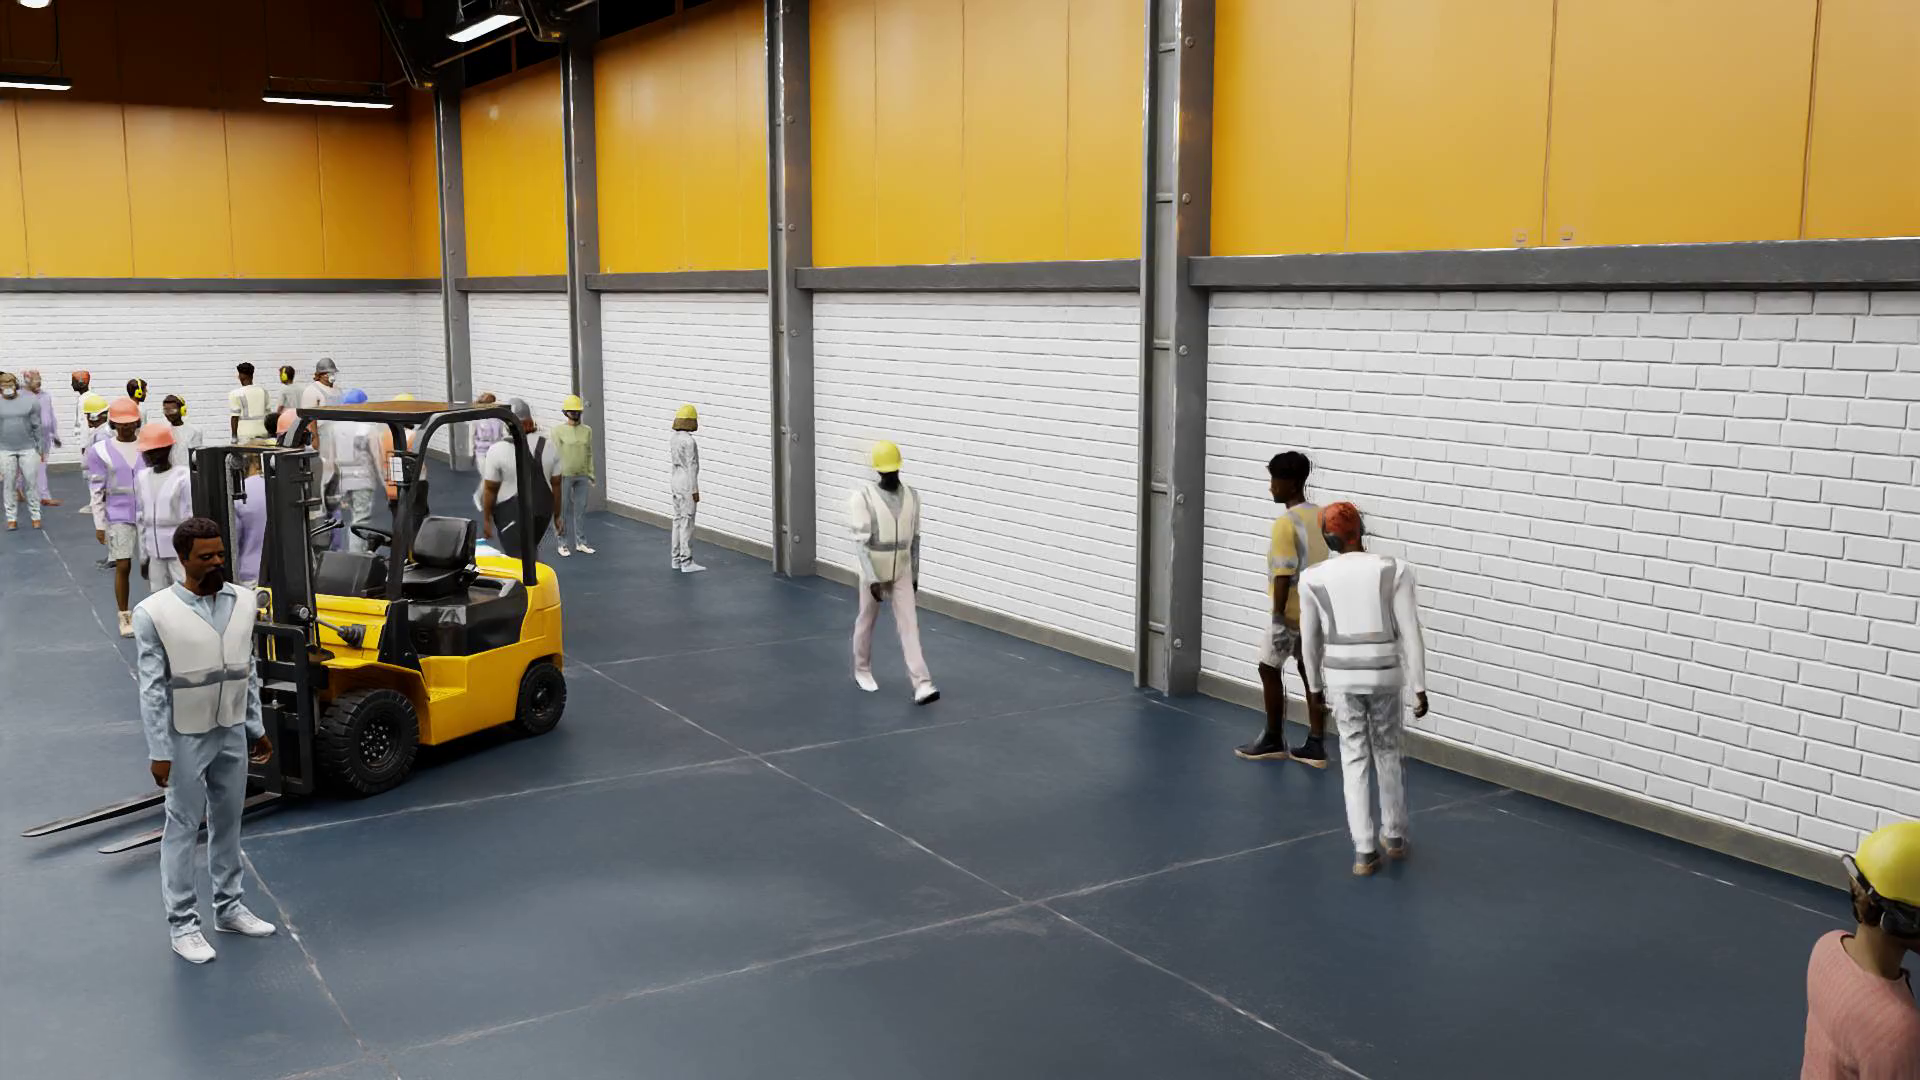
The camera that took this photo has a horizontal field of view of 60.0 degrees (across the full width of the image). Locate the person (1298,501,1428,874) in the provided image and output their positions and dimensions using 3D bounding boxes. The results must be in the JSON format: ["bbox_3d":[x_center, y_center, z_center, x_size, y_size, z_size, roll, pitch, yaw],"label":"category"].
[{"bbox_3d":[2.032,0.721,8.418,0.659,1.833,0.650,2,9,15],"label":"person"}]

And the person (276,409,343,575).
[{"bbox_3d":[-4.895,0.046,12.339,0.607,2.036,0.409,-7,11,-38],"label":"person"}]

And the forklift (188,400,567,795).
[{"bbox_3d":[-3.529,0.258,10.348,1.214,2.155,2.313,4,9,25],"label":"forklift"}]

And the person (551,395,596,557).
[{"bbox_3d":[-4.246,-0.709,18.303,0.316,1.769,0.523,8,12,43],"label":"person"}]

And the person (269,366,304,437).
[{"bbox_3d":[-9.861,-1.652,24.490,0.990,1.818,0.502,2,9,13],"label":"person"}]

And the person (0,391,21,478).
[{"bbox_3d":[-14.247,-1.621,24.930,0.327,1.622,0.513,0,8,0],"label":"person"}]

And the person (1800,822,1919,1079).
[{"bbox_3d":[2.009,1.468,3.684,0.342,1.755,0.532,2,9,11],"label":"person"}]

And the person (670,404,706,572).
[{"bbox_3d":[-2.836,-0.543,17.302,0.321,1.737,0.487,-5,10,-32],"label":"person"}]

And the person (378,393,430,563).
[{"bbox_3d":[-5.325,-0.450,16.025,0.590,1.927,0.377,5,10,32],"label":"person"}]

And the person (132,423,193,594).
[{"bbox_3d":[-5.913,0.099,12.386,0.568,1.923,0.502,3,9,16],"label":"person"}]

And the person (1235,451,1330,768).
[{"bbox_3d":[2.036,0.414,10.152,0.577,1.937,0.721,8,11,42],"label":"person"}]

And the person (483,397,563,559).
[{"bbox_3d":[-3.751,-0.259,14.351,1.022,2.000,0.690,7,11,40],"label":"person"}]

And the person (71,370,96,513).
[{"bbox_3d":[-11.437,-1.288,21.843,0.347,1.879,0.577,-2,9,-16],"label":"person"}]

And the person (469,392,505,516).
[{"bbox_3d":[-6.190,-1.126,21.661,0.734,1.611,0.526,7,11,38],"label":"person"}]

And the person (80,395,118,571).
[{"bbox_3d":[-8.913,-0.595,17.323,0.404,1.828,0.592,-3,9,-22],"label":"person"}]

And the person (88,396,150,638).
[{"bbox_3d":[-6.919,-0.188,13.927,0.614,2.029,0.409,-6,10,-35],"label":"person"}]

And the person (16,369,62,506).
[{"bbox_3d":[-12.657,-1.400,22.633,0.864,1.871,0.638,2,9,13],"label":"person"}]

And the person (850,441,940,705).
[{"bbox_3d":[-0.501,0.222,11.743,0.589,1.853,1.063,-5,10,-30],"label":"person"}]

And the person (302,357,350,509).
[{"bbox_3d":[-8.311,-1.396,22.011,0.536,2.000,0.677,2,9,16],"label":"person"}]

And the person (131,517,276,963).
[{"bbox_3d":[-3.307,0.849,7.286,0.390,1.920,0.587,4,9,26],"label":"person"}]

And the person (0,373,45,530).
[{"bbox_3d":[-11.496,-1.074,20.239,0.641,1.927,0.386,-5,10,-30],"label":"person"}]

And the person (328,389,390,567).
[{"bbox_3d":[-5.976,-0.567,16.842,0.637,1.920,0.799,5,10,29],"label":"person"}]

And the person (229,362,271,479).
[{"bbox_3d":[-9.618,-1.434,22.569,0.377,1.958,0.599,5,10,30],"label":"person"}]

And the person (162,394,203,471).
[{"bbox_3d":[-7.938,-0.556,16.967,0.505,1.864,0.331,1,8,5],"label":"person"}]
